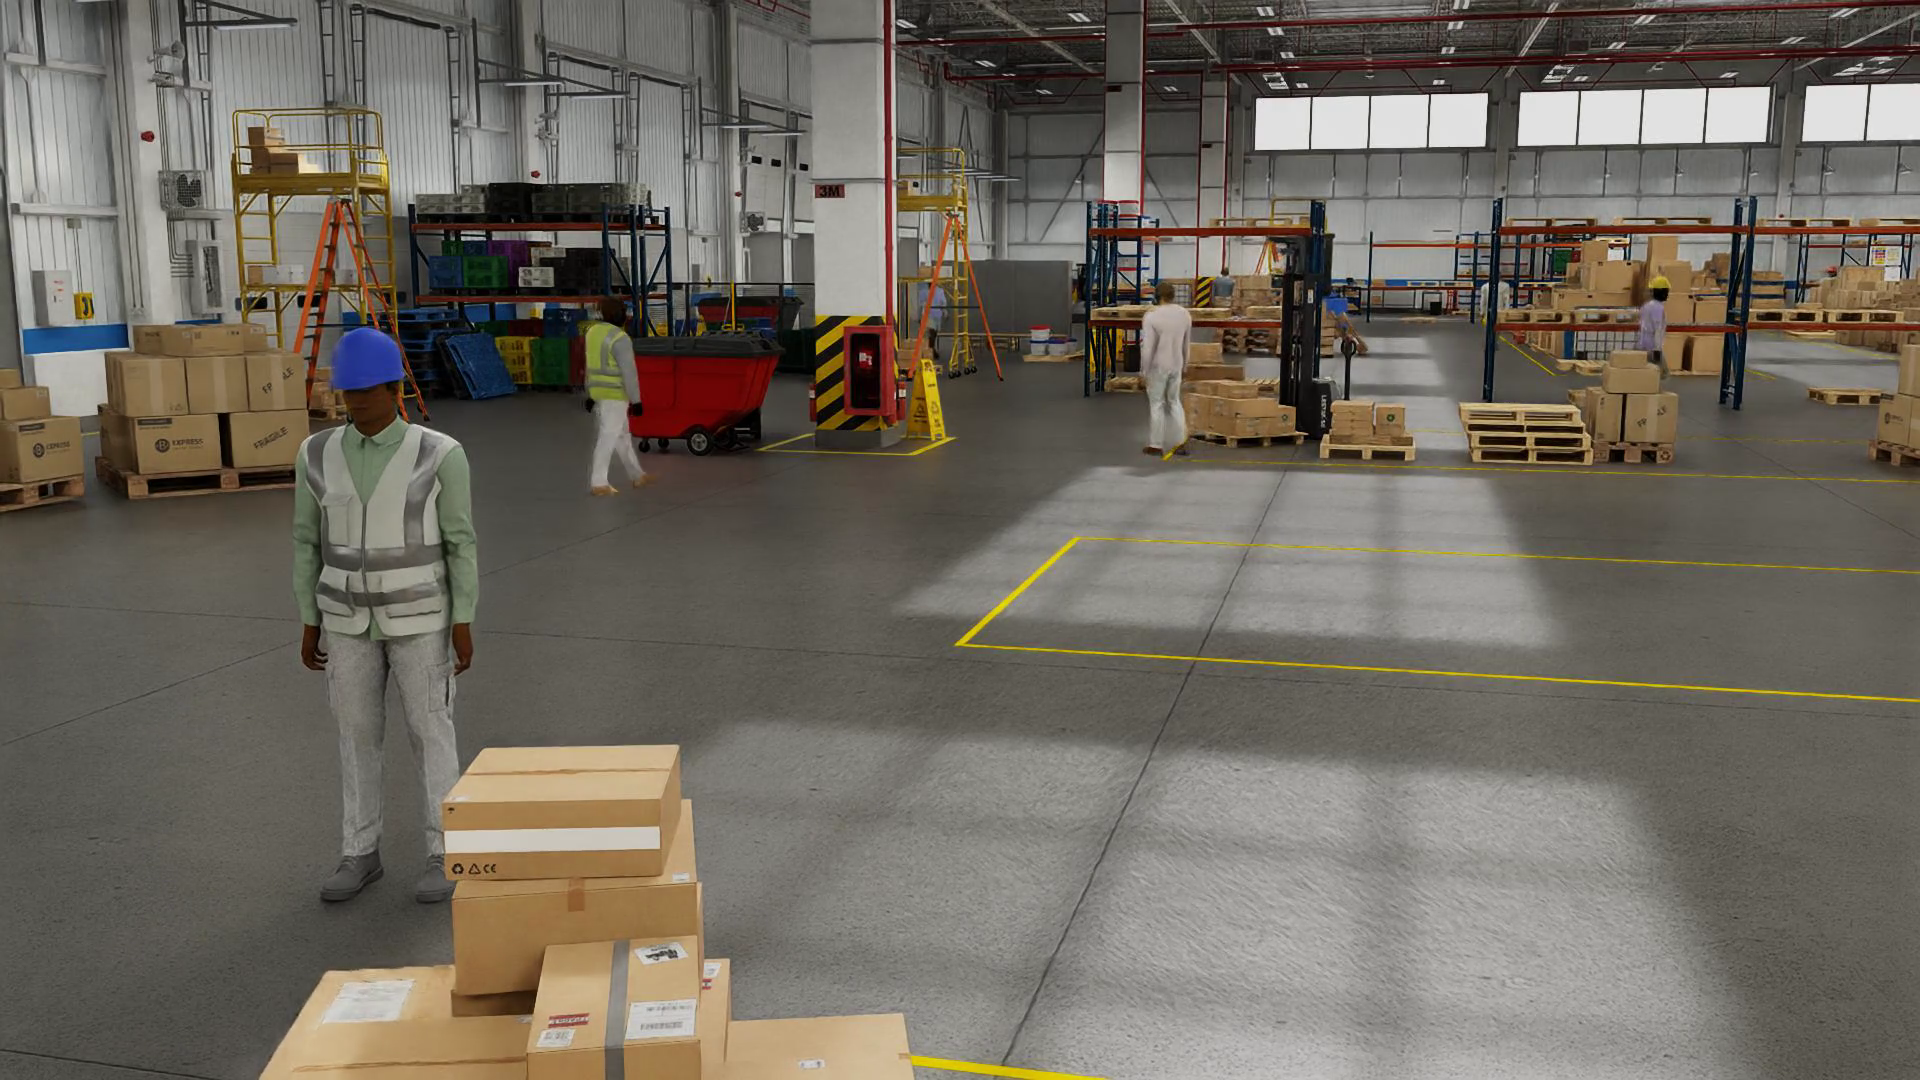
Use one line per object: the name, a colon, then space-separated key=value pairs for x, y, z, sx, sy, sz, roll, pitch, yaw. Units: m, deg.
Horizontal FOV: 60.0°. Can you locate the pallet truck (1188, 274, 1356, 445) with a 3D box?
pallet truck: x=3.653 y=-2.138 z=19.590 sx=1.885 sy=1.965 sz=0.823 roll=-4 pitch=10 yaw=-20

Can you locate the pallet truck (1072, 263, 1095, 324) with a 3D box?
pallet truck: x=4.325 y=-8.180 z=55.162 sx=0.823 sy=1.965 sz=1.885 roll=6 pitch=11 yaw=31

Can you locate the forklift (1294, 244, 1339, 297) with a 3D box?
forklift: x=10.663 y=-7.952 z=51.223 sx=1.873 sy=2.768 sz=1.129 roll=-4 pitch=11 yaw=-25

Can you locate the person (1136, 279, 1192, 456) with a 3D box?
person: x=2.240 y=-1.878 z=18.238 sx=0.630 sy=1.941 sz=0.371 roll=-5 pitch=11 yaw=-29

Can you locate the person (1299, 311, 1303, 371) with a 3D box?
person: x=6.731 y=-4.101 z=31.912 sx=0.484 sy=1.739 sz=0.319 roll=-8 pitch=13 yaw=-40

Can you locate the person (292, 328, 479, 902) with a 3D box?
person: x=-1.937 y=0.263 z=5.600 sx=0.616 sy=1.943 sz=0.404 roll=0 pitch=10 yaw=3

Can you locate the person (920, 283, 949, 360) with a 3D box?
person: x=-0.587 y=-4.822 z=35.759 sx=0.555 sy=1.881 sz=1.035 roll=-4 pitch=11 yaw=-24

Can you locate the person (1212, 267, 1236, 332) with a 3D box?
person: x=7.261 y=-6.554 z=45.815 sx=0.628 sy=1.929 sz=0.357 roll=1 pitch=10 yaw=6

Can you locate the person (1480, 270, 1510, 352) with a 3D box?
person: x=12.253 y=-5.246 z=38.111 sx=0.651 sy=1.922 sz=0.453 roll=2 pitch=10 yaw=11

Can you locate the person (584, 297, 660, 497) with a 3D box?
person: x=-3.072 y=-1.317 z=15.296 sx=0.882 sy=1.809 sz=0.659 roll=-8 pitch=12 yaw=-38

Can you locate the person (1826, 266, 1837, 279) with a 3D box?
person: x=27.217 y=-7.599 z=52.019 sx=0.600 sy=1.897 sz=0.543 roll=7 pitch=12 yaw=35

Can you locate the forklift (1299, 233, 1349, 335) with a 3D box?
forklift: x=9.647 y=-6.914 z=45.112 sx=1.129 sy=2.768 sz=1.873 roll=-3 pitch=10 yaw=-19

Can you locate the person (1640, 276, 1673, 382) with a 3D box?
person: x=9.769 y=-2.744 z=23.380 sx=0.420 sy=1.916 sz=0.605 roll=2 pitch=10 yaw=12
